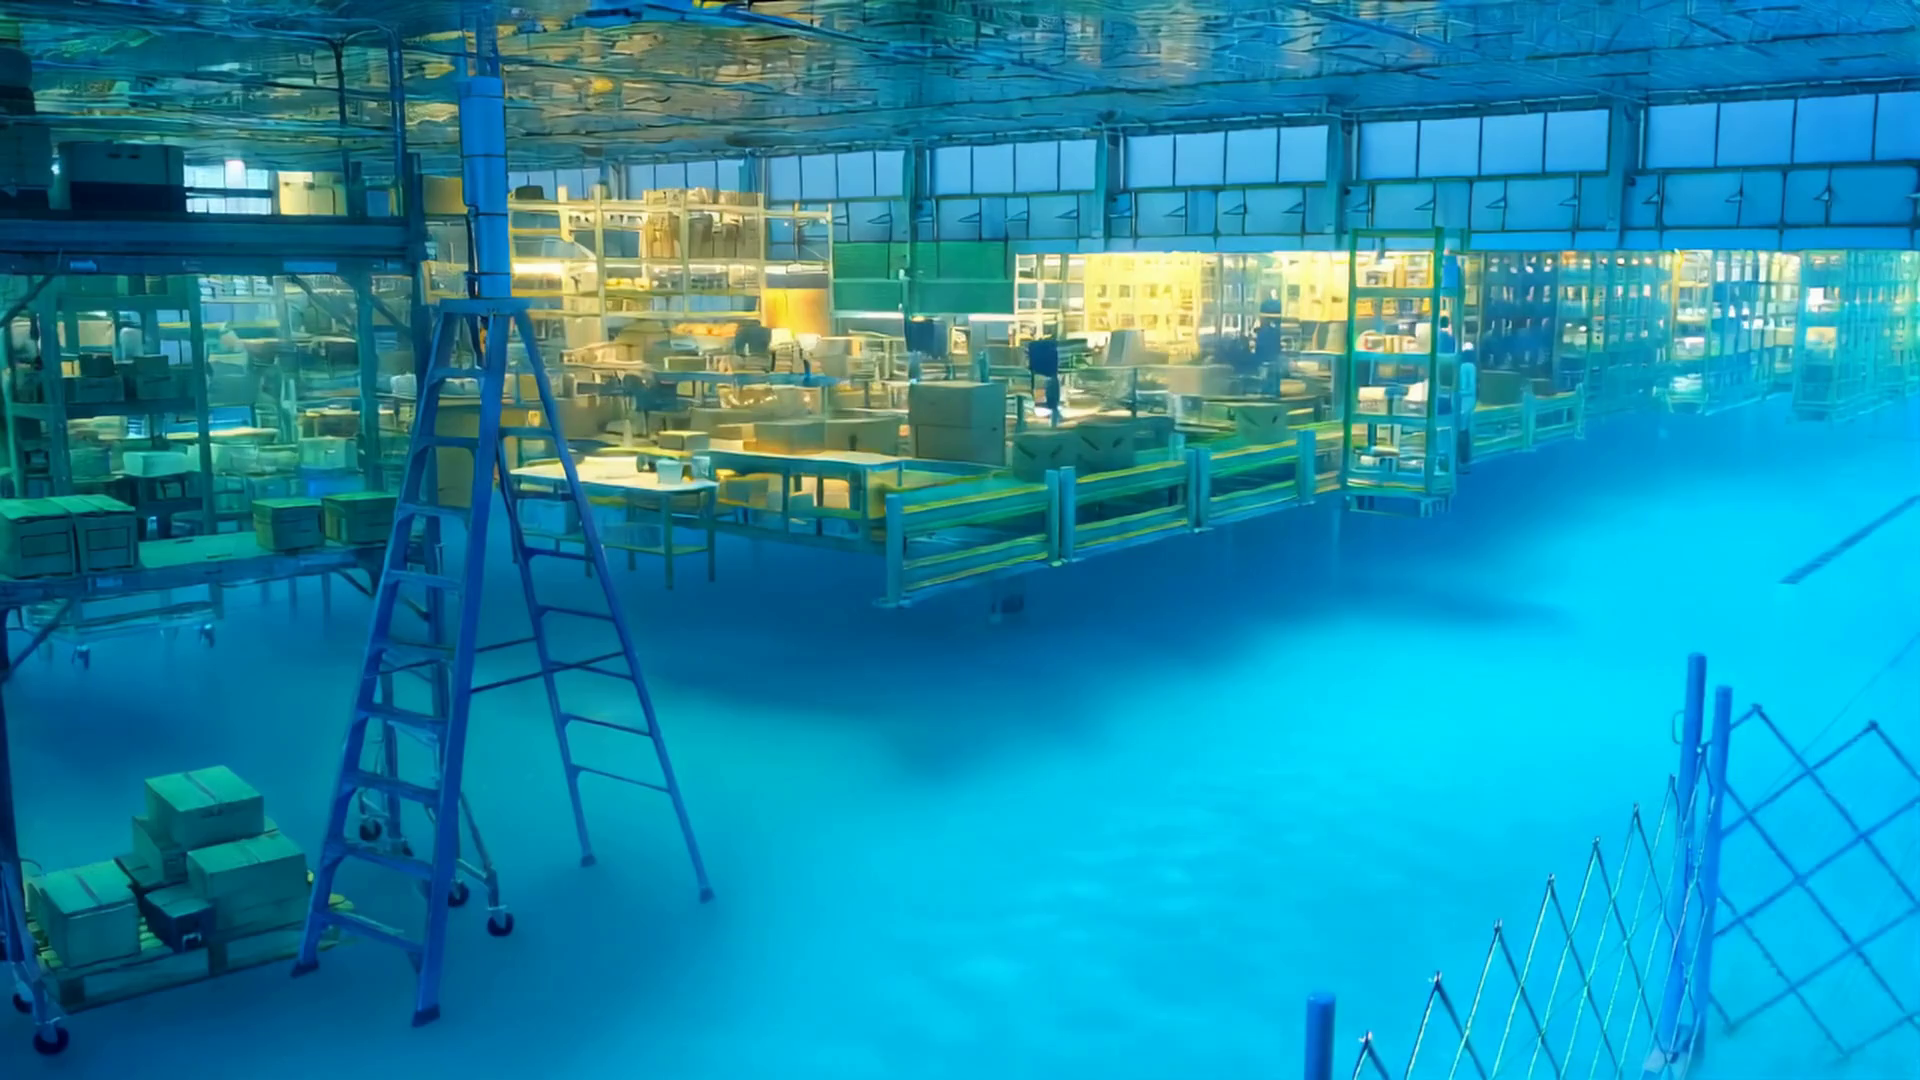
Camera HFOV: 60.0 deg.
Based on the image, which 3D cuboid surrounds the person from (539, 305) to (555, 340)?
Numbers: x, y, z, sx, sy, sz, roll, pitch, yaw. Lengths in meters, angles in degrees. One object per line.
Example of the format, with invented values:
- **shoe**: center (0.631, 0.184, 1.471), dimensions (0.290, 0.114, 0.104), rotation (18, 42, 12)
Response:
- **person**: center (-15.476, -7.855, 62.280), dimensions (0.630, 1.846, 0.429), rotation (0, 9, 3)

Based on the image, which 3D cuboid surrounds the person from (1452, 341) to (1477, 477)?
- **person**: center (7.498, -1.963, 24.921), dimensions (0.402, 2.033, 0.605), rotation (6, 11, 33)

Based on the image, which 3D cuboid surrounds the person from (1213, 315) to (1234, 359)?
- **person**: center (7.982, -6.025, 50.741), dimensions (0.969, 1.878, 0.623), rotation (4, 10, 26)

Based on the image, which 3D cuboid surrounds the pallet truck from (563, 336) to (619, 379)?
- **pallet truck**: center (-10.690, -5.294, 48.215), dimensions (1.601, 1.201, 0.680), rotation (-5, 10, -26)

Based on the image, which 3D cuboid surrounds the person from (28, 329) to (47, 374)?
- **person**: center (-22.479, -4.300, 40.562), dimensions (0.548, 1.681, 0.439), rotation (5, 10, 29)

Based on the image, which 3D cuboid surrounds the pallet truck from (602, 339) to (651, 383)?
- **pallet truck**: center (-8.991, -4.871, 45.351), dimensions (0.653, 1.274, 1.630), rotation (7, 11, 37)

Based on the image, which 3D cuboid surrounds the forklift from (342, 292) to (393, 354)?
- **forklift**: center (-16.485, -5.622, 45.120), dimensions (1.129, 2.768, 1.873), rotation (7, 11, 37)

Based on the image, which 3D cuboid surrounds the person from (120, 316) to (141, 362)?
- **person**: center (-21.957, -4.951, 43.917), dimensions (0.571, 1.909, 0.717), rotation (6, 11, 32)

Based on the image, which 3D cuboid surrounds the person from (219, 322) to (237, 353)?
- **person**: center (-19.003, -4.765, 43.206), dimensions (0.606, 1.779, 0.951), rotation (5, 10, 29)

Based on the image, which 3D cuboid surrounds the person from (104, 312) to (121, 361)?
- **person**: center (-28.272, -6.727, 55.345), dimensions (0.596, 1.807, 0.813), rotation (8, 12, 42)

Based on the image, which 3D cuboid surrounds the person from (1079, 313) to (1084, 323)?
- **person**: center (3.958, -6.408, 53.507), dimensions (0.978, 1.776, 0.584), rotation (4, 10, 23)
